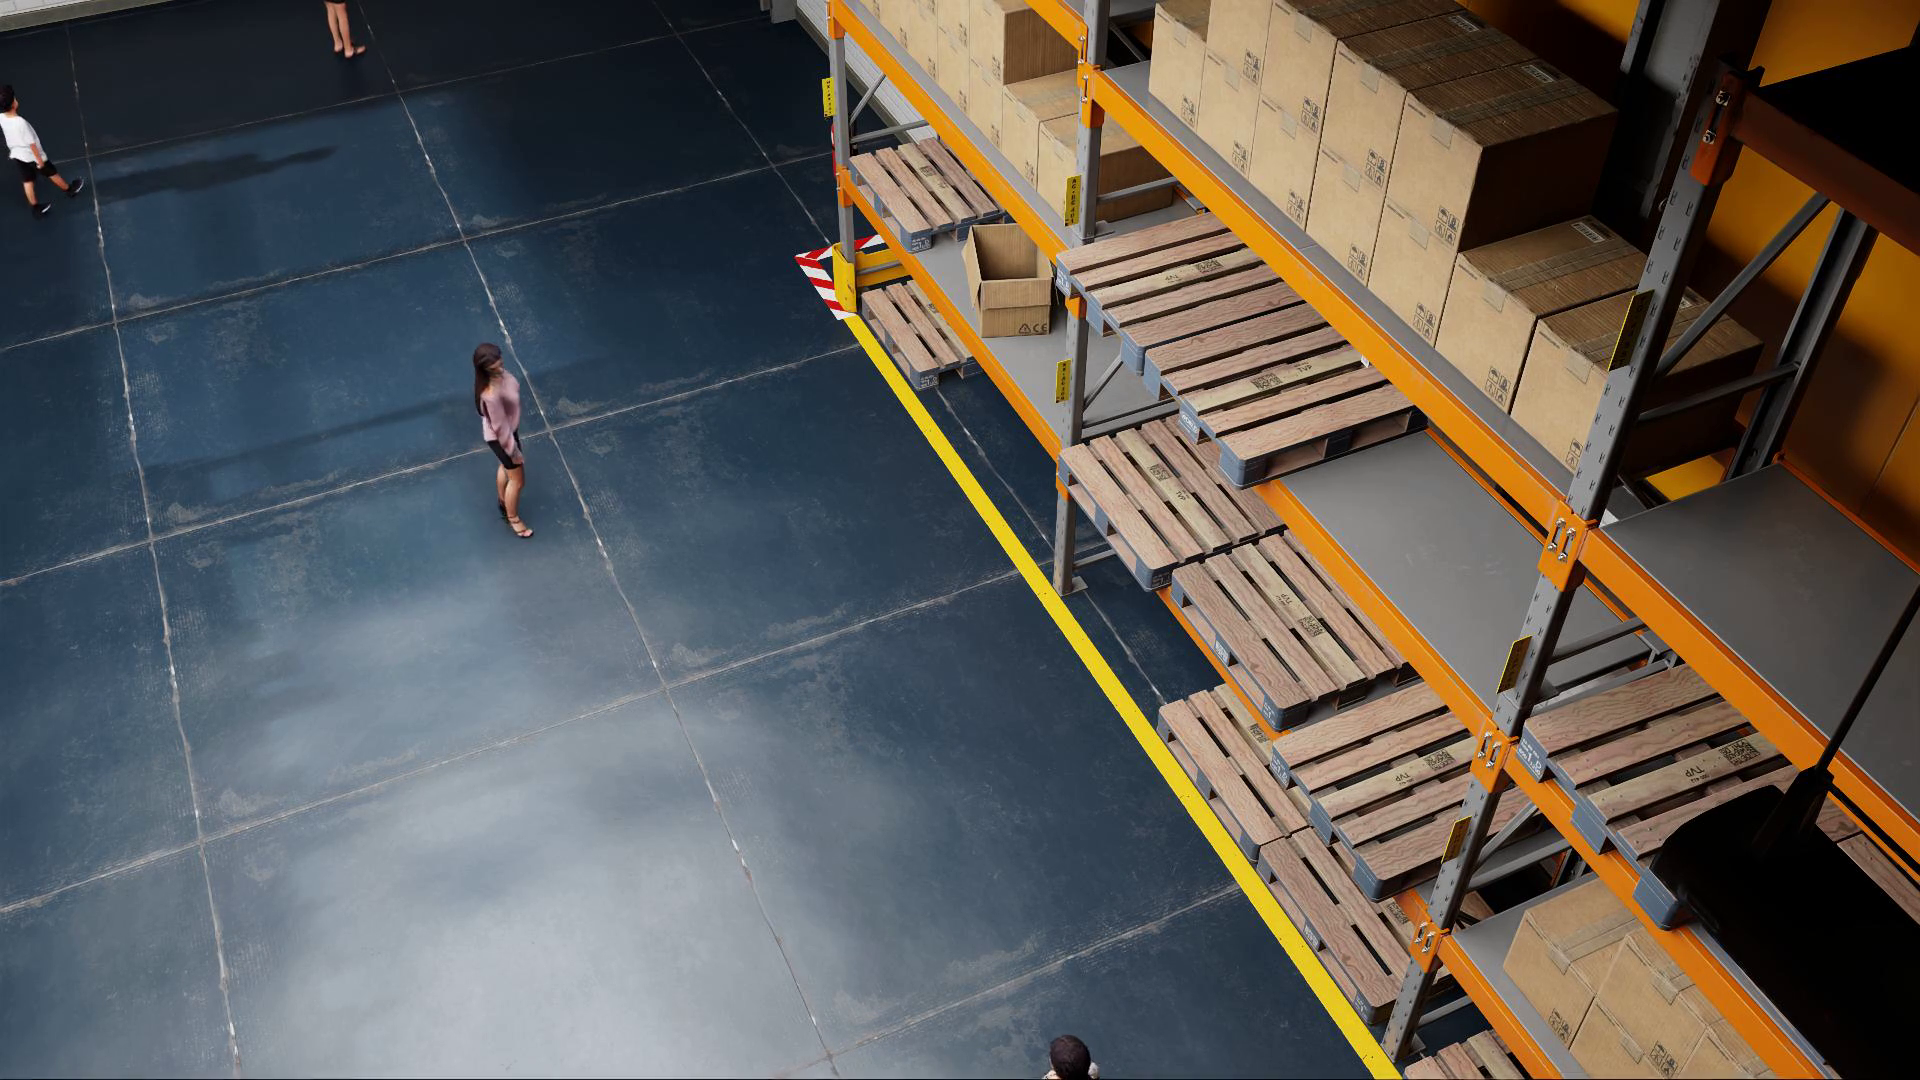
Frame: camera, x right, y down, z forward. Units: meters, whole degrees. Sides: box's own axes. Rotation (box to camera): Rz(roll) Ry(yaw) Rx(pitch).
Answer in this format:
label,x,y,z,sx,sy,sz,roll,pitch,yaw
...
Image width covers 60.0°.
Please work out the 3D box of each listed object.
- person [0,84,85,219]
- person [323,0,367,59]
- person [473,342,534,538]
label,x,y,z,sx,sy,sz,roll,pitch,yaw
person,-8.498,-3.493,15.064,0.788,1.236,0.861,13,45,13
person,-6.545,-5.782,17.234,0.619,1.558,0.696,26,49,24
person,-3.272,-0.733,11.776,0.855,1.776,0.624,-17,46,-17
